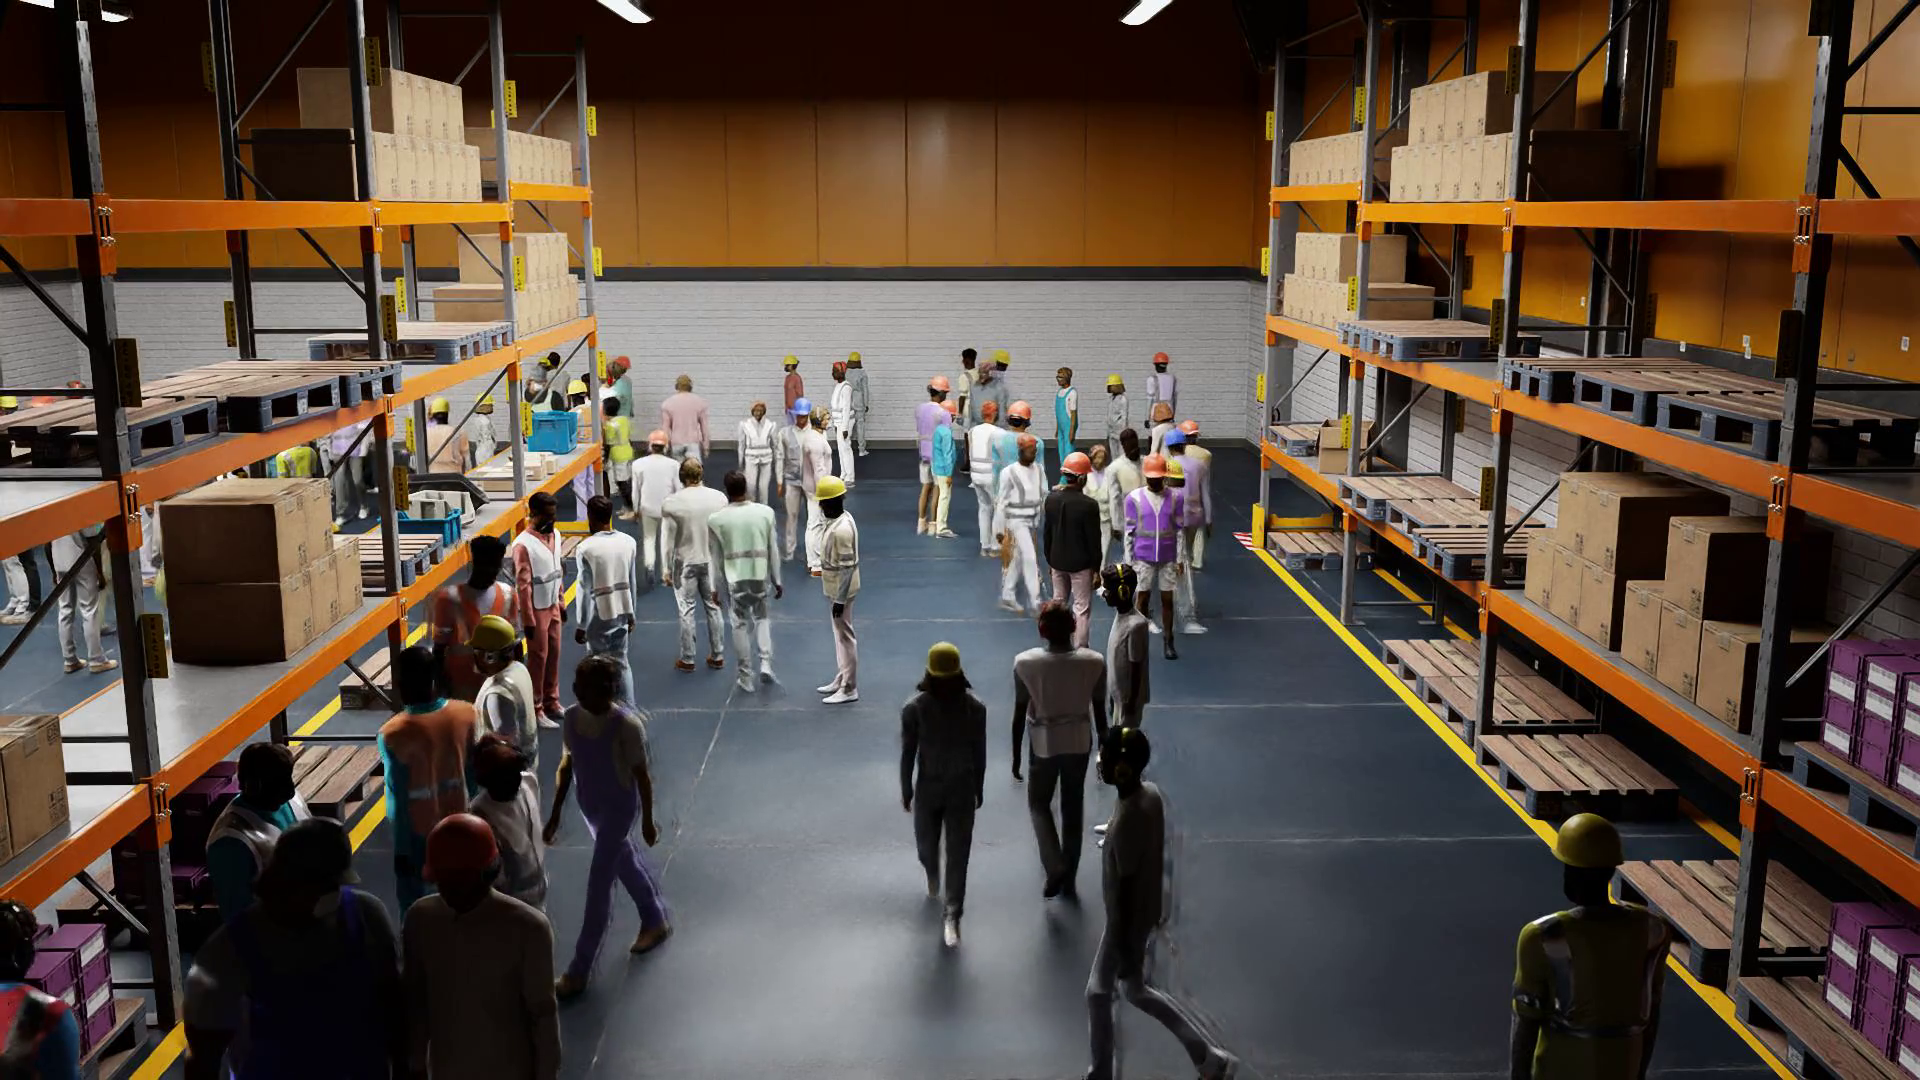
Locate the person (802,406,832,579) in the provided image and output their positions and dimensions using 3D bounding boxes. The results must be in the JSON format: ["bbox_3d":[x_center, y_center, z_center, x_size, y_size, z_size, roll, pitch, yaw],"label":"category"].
[{"bbox_3d":[-1.572,-0.536,18.576,0.368,1.939,0.632,-2,12,-11],"label":"person"}]

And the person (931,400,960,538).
[{"bbox_3d":[-0.178,-0.890,20.861,0.352,1.738,0.573,-3,12,-15],"label":"person"}]

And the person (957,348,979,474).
[{"bbox_3d":[0.196,-2.015,25.990,0.420,1.952,0.605,10,15,40],"label":"person"}]

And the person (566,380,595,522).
[{"bbox_3d":[-4.888,-1.104,21.501,0.396,1.913,0.591,4,12,21],"label":"person"}]

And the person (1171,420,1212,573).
[{"bbox_3d":[2.573,-0.482,18.803,0.567,1.741,0.353,-7,13,-31],"label":"person"}]

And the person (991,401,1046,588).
[{"bbox_3d":[0.644,-0.494,18.102,0.608,2.044,0.370,3,12,17],"label":"person"}]

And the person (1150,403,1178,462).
[{"bbox_3d":[2.629,-0.955,21.477,0.503,1.629,0.285,-11,16,-43],"label":"person"}]

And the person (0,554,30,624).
[{"bbox_3d":[-9.508,-0.107,16.569,0.349,1.881,0.577,-9,14,-38],"label":"person"}]

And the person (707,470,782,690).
[{"bbox_3d":[-1.850,0.347,14.278,0.625,1.888,0.461,-4,12,-17],"label":"person"}]

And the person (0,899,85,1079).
[{"bbox_3d":[-3.179,2.087,5.729,0.642,1.814,0.688,2,11,8],"label":"person"}]

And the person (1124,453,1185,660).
[{"bbox_3d":[1.775,0.149,15.192,0.549,1.924,0.387,0,11,-1],"label":"person"}]

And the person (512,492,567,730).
[{"bbox_3d":[-3.328,0.551,13.211,0.402,1.909,0.599,3,12,15],"label":"person"}]

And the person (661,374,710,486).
[{"bbox_3d":[-3.692,-1.271,22.383,0.664,1.904,0.854,-2,12,-12],"label":"person"}]

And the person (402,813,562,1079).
[{"bbox_3d":[-1.754,1.935,6.078,0.621,1.985,0.408,3,12,15],"label":"person"}]

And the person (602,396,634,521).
[{"bbox_3d":[-4.500,-1.071,21.920,0.447,1.673,0.554,2,11,11],"label":"person"}]

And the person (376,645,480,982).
[{"bbox_3d":[-2.689,1.476,8.627,0.860,1.893,0.597,8,14,34],"label":"person"}]

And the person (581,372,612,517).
[{"bbox_3d":[-4.870,-1.255,22.114,0.606,1.966,0.367,10,15,40],"label":"person"}]

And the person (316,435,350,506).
[{"bbox_3d":[-8.692,-1.315,22.976,0.493,1.742,0.298,4,12,17],"label":"person"}]

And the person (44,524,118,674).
[{"bbox_3d":[-7.815,0.281,14.718,0.506,1.846,0.345,1,11,6],"label":"person"}]

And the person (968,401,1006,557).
[{"bbox_3d":[0.347,-0.708,19.611,0.633,1.868,0.464,11,16,43],"label":"person"}]

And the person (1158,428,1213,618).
[{"bbox_3d":[2.217,-0.204,17.056,0.631,1.875,1.044,-4,12,-20],"label":"person"}]

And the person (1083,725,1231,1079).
[{"bbox_3d":[0.826,1.723,7.501,0.735,1.843,0.529,5,13,25],"label":"person"}]

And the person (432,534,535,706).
[{"bbox_3d":[-3.251,0.926,11.259,0.683,1.938,0.376,-11,16,-43],"label":"person"}]

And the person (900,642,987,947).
[{"bbox_3d":[-0.094,1.381,9.525,0.490,1.718,0.722,0,11,-2],"label":"person"}]

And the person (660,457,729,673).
[{"bbox_3d":[-2.355,0.220,14.830,0.642,1.931,0.368,-6,13,-28],"label":"person"}]

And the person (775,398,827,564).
[{"bbox_3d":[-1.837,-0.686,19.317,0.640,1.942,0.412,-1,11,-4],"label":"person"}]

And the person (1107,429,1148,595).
[{"bbox_3d":[1.801,-0.225,17.191,0.668,1.875,0.637,-8,14,-36],"label":"person"}]

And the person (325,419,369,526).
[{"bbox_3d":[-8.033,-1.165,21.816,0.599,1.899,0.804,0,11,-1],"label":"person"}]

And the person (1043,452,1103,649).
[{"bbox_3d":[1.008,0.215,14.670,0.615,1.994,0.381,10,15,41],"label":"person"}]

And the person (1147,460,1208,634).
[{"bbox_3d":[2.061,0.088,16.003,0.503,1.712,0.780,-11,15,-42],"label":"person"}]

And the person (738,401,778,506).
[{"bbox_3d":[-2.611,-1.006,21.715,0.538,1.618,0.543,-3,12,-13],"label":"person"}]
